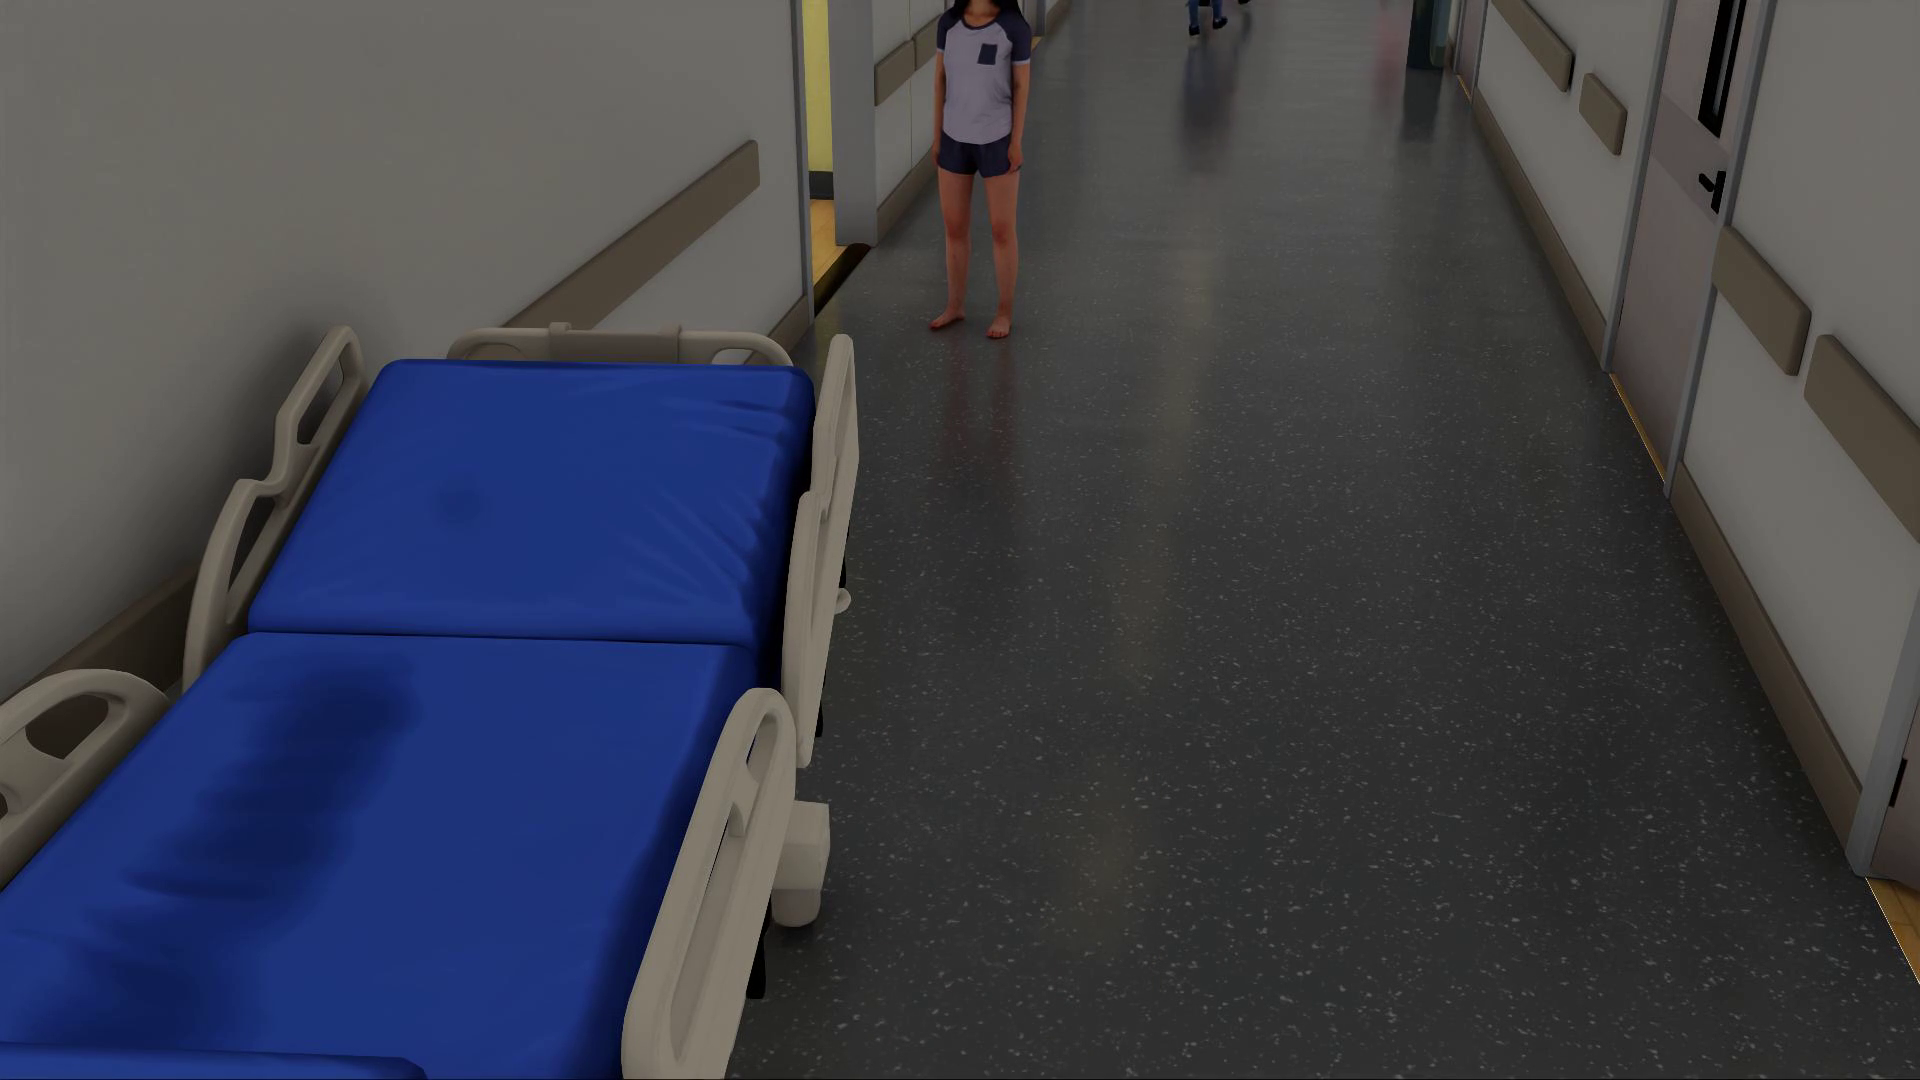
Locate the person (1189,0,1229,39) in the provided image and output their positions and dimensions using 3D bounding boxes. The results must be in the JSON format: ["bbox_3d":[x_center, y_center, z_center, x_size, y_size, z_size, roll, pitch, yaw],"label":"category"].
[{"bbox_3d":[2.133,-5.023,14.562,0.818,1.229,0.716,11,28,22],"label":"person"}]

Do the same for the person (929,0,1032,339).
[{"bbox_3d":[0.092,-1.741,7.208,0.556,1.706,0.712,12,28,24],"label":"person"}]

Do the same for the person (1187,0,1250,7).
[{"bbox_3d":[2.670,-6.150,16.148,1.217,1.882,1.146,21,33,37],"label":"person"}]
